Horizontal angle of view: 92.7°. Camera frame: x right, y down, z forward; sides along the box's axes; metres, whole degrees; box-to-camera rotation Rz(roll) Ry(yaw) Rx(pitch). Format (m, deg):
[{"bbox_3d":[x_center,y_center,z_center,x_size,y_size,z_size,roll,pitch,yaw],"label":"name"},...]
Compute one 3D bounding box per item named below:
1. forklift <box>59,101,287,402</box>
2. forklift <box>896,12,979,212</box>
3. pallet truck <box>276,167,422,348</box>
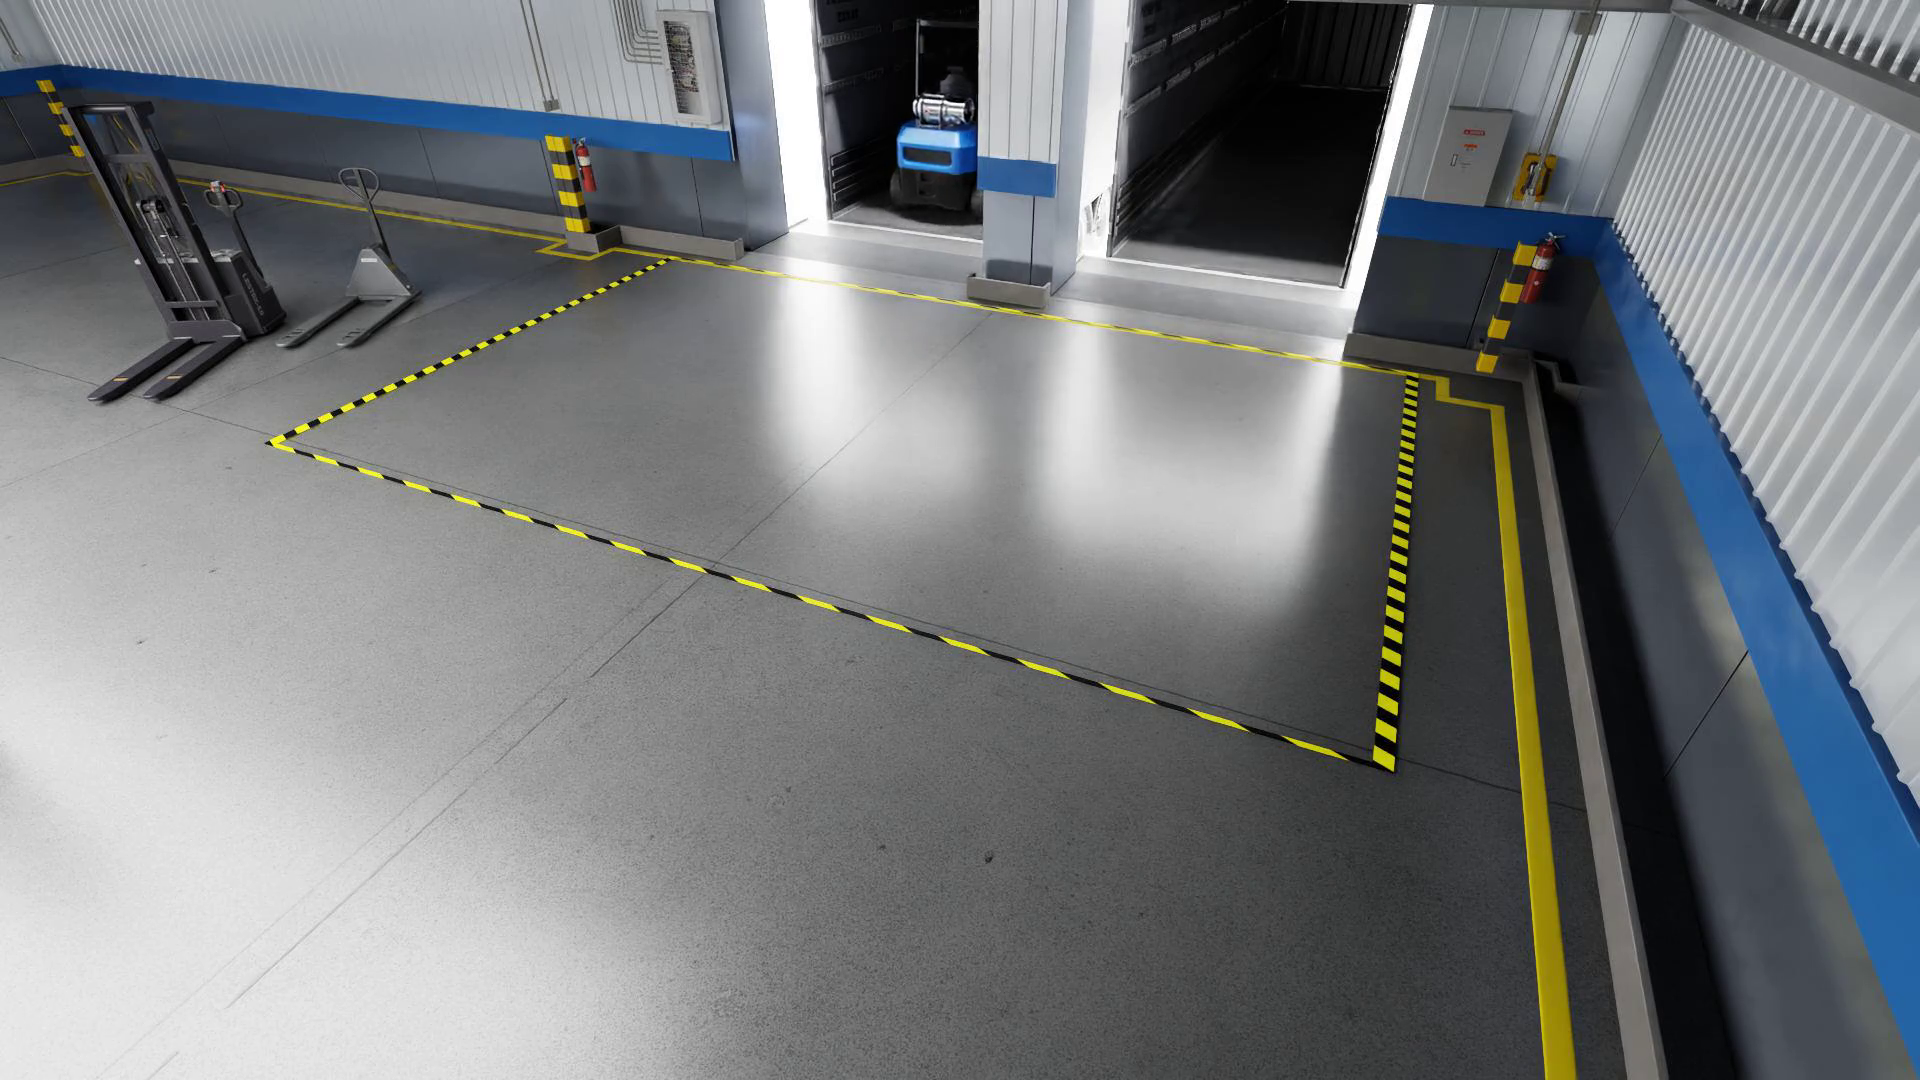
[{"bbox_3d":[-6.686,-2.387,7.434,0.823,1.965,1.885,-3,35,-5],"label":"forklift"},{"bbox_3d":[0.201,-5.543,11.630,1.157,2.036,2.680,16,38,21],"label":"forklift"},{"bbox_3d":[-5.732,-2.611,8.414,0.680,1.201,1.601,-1,35,-1],"label":"pallet truck"}]
